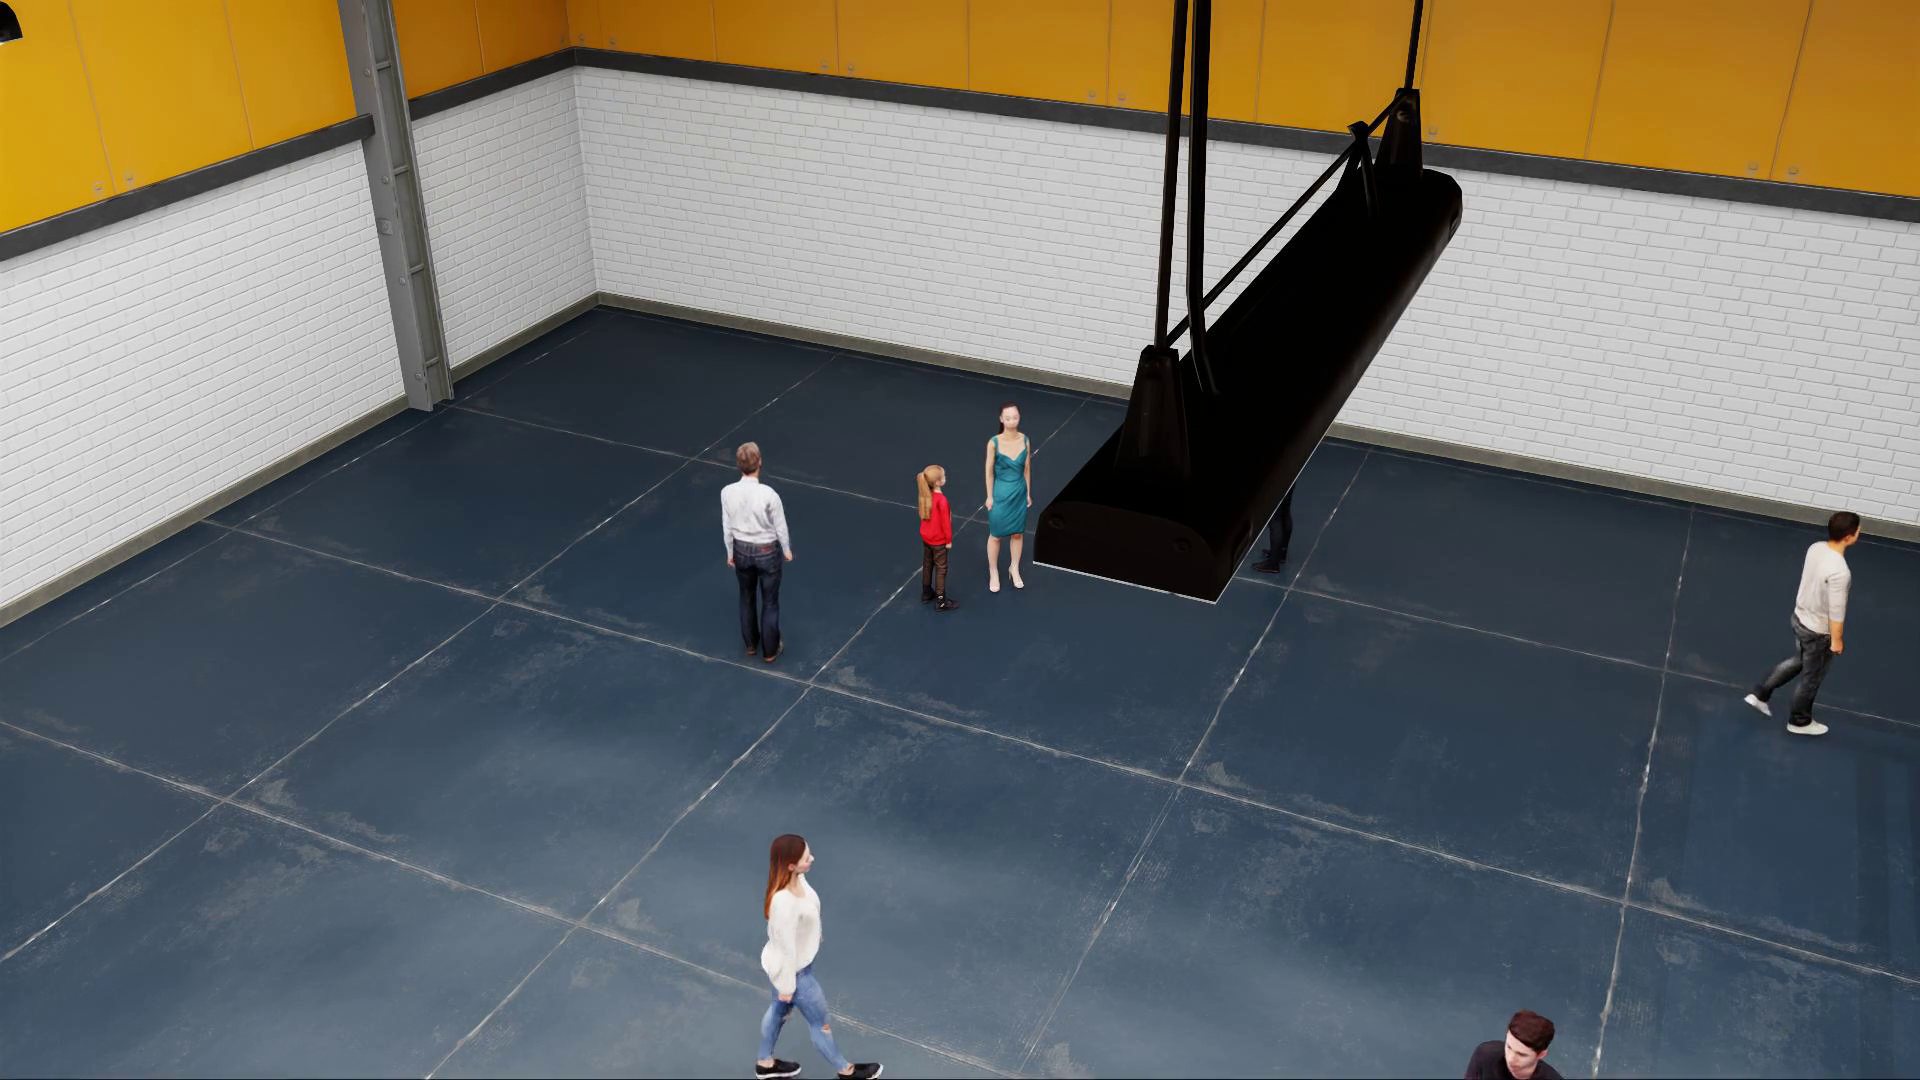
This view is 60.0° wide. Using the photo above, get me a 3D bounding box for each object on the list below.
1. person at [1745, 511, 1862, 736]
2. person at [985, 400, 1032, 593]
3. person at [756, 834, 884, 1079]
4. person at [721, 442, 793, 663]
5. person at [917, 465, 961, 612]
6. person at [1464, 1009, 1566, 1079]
[{"bbox_3d":[6.066,0.602,11.912,0.883,1.803,0.880,2,29,3],"label":"person"},{"bbox_3d":[0.399,-0.356,13.792,0.616,1.686,0.669,-9,30,-15],"label":"person"},{"bbox_3d":[-0.973,2.294,8.958,0.972,1.663,0.996,-2,29,-3],"label":"person"},{"bbox_3d":[-1.555,0.110,12.805,0.708,1.813,0.672,7,29,12],"label":"person"},{"bbox_3d":[-0.199,-0.032,13.621,0.613,1.281,0.578,-20,34,-32],"label":"person"},{"bbox_3d":[2.545,2.862,7.662,1.104,1.906,0.917,-25,37,-38],"label":"person"}]
